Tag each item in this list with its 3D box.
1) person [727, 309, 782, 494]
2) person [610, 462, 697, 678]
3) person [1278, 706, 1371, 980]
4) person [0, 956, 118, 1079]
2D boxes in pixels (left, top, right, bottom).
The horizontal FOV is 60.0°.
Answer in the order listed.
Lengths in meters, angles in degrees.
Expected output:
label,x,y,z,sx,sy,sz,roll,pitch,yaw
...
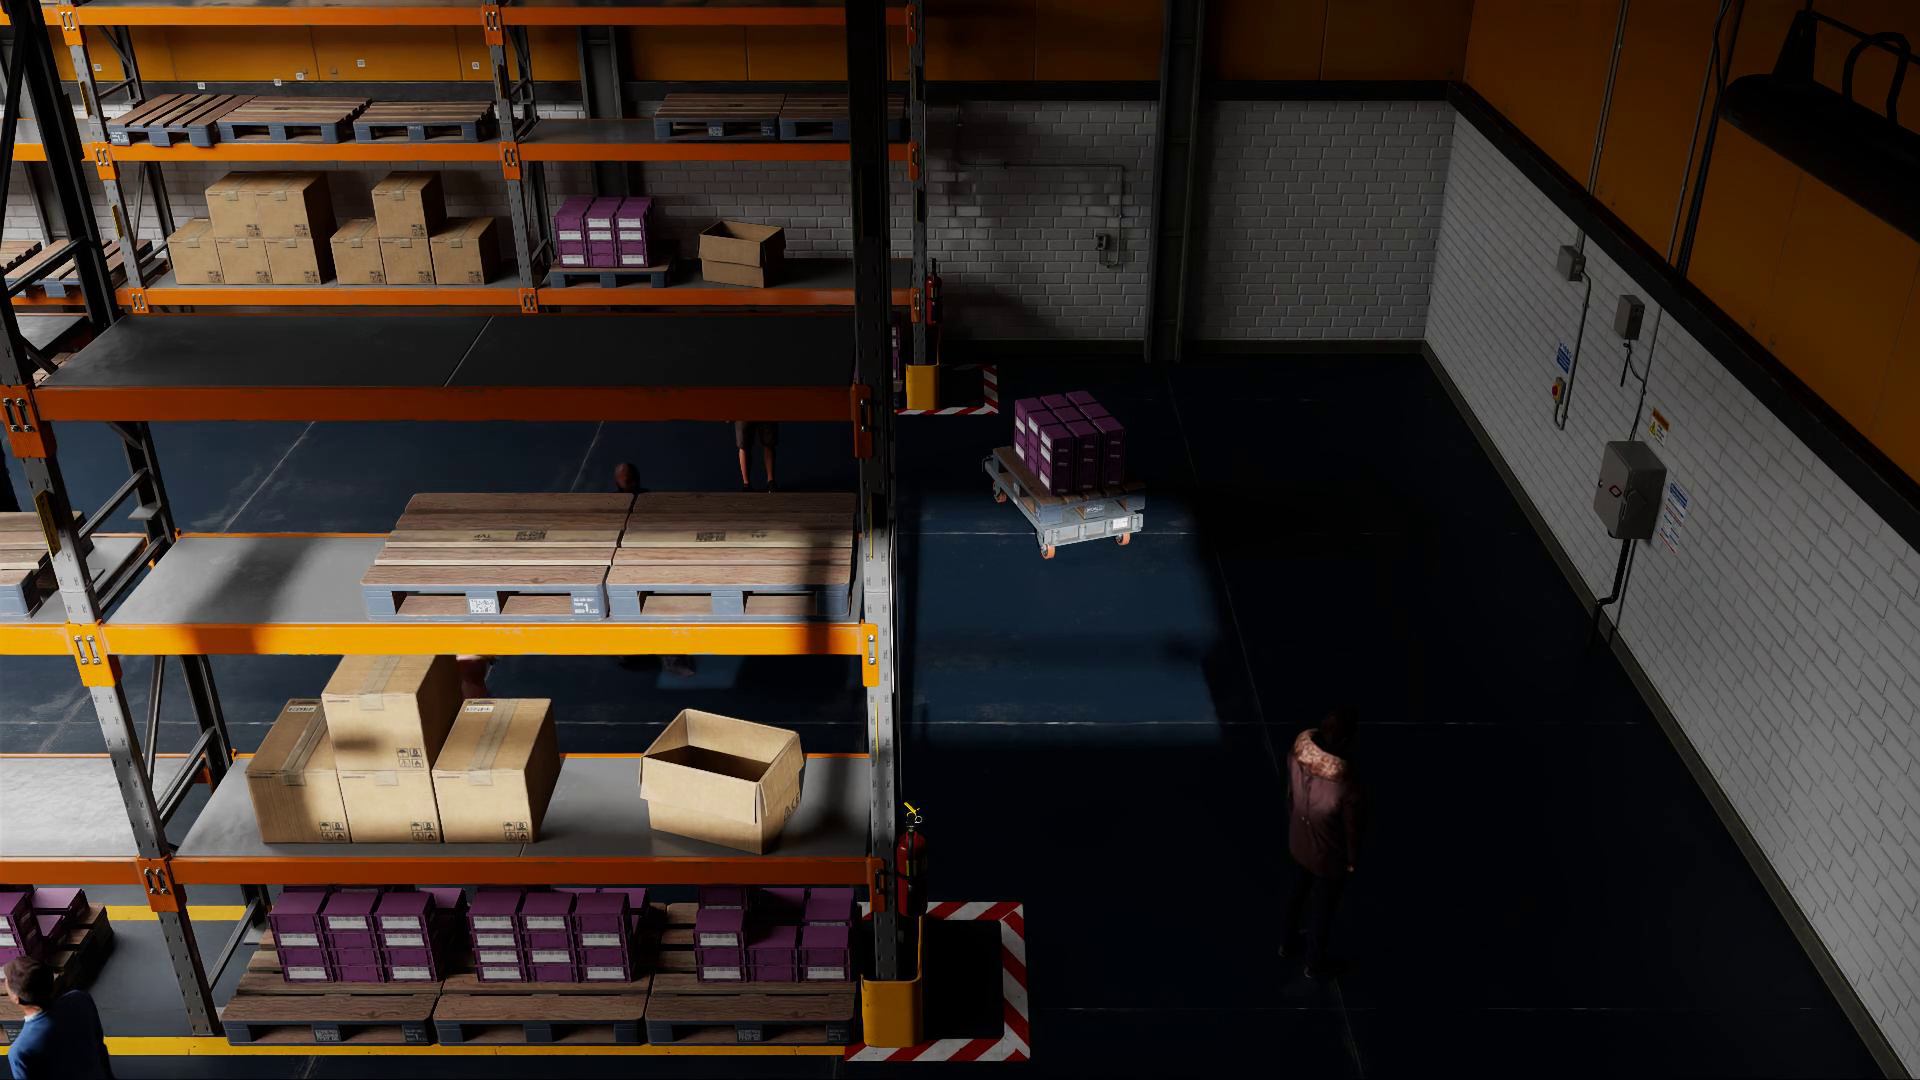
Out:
label,x,y,z,sx,sy,sz,roll,pitch,yaw
person,-1.884,-1.258,15.372,0.581,1.861,0.779,-5,29,-8
person,-2.570,0.210,12.767,1.297,1.781,1.199,23,36,35
person,2.138,1.770,9.840,0.872,1.845,0.869,-16,32,-27
person,-4.314,2.737,8.095,0.663,1.817,0.717,8,30,14
